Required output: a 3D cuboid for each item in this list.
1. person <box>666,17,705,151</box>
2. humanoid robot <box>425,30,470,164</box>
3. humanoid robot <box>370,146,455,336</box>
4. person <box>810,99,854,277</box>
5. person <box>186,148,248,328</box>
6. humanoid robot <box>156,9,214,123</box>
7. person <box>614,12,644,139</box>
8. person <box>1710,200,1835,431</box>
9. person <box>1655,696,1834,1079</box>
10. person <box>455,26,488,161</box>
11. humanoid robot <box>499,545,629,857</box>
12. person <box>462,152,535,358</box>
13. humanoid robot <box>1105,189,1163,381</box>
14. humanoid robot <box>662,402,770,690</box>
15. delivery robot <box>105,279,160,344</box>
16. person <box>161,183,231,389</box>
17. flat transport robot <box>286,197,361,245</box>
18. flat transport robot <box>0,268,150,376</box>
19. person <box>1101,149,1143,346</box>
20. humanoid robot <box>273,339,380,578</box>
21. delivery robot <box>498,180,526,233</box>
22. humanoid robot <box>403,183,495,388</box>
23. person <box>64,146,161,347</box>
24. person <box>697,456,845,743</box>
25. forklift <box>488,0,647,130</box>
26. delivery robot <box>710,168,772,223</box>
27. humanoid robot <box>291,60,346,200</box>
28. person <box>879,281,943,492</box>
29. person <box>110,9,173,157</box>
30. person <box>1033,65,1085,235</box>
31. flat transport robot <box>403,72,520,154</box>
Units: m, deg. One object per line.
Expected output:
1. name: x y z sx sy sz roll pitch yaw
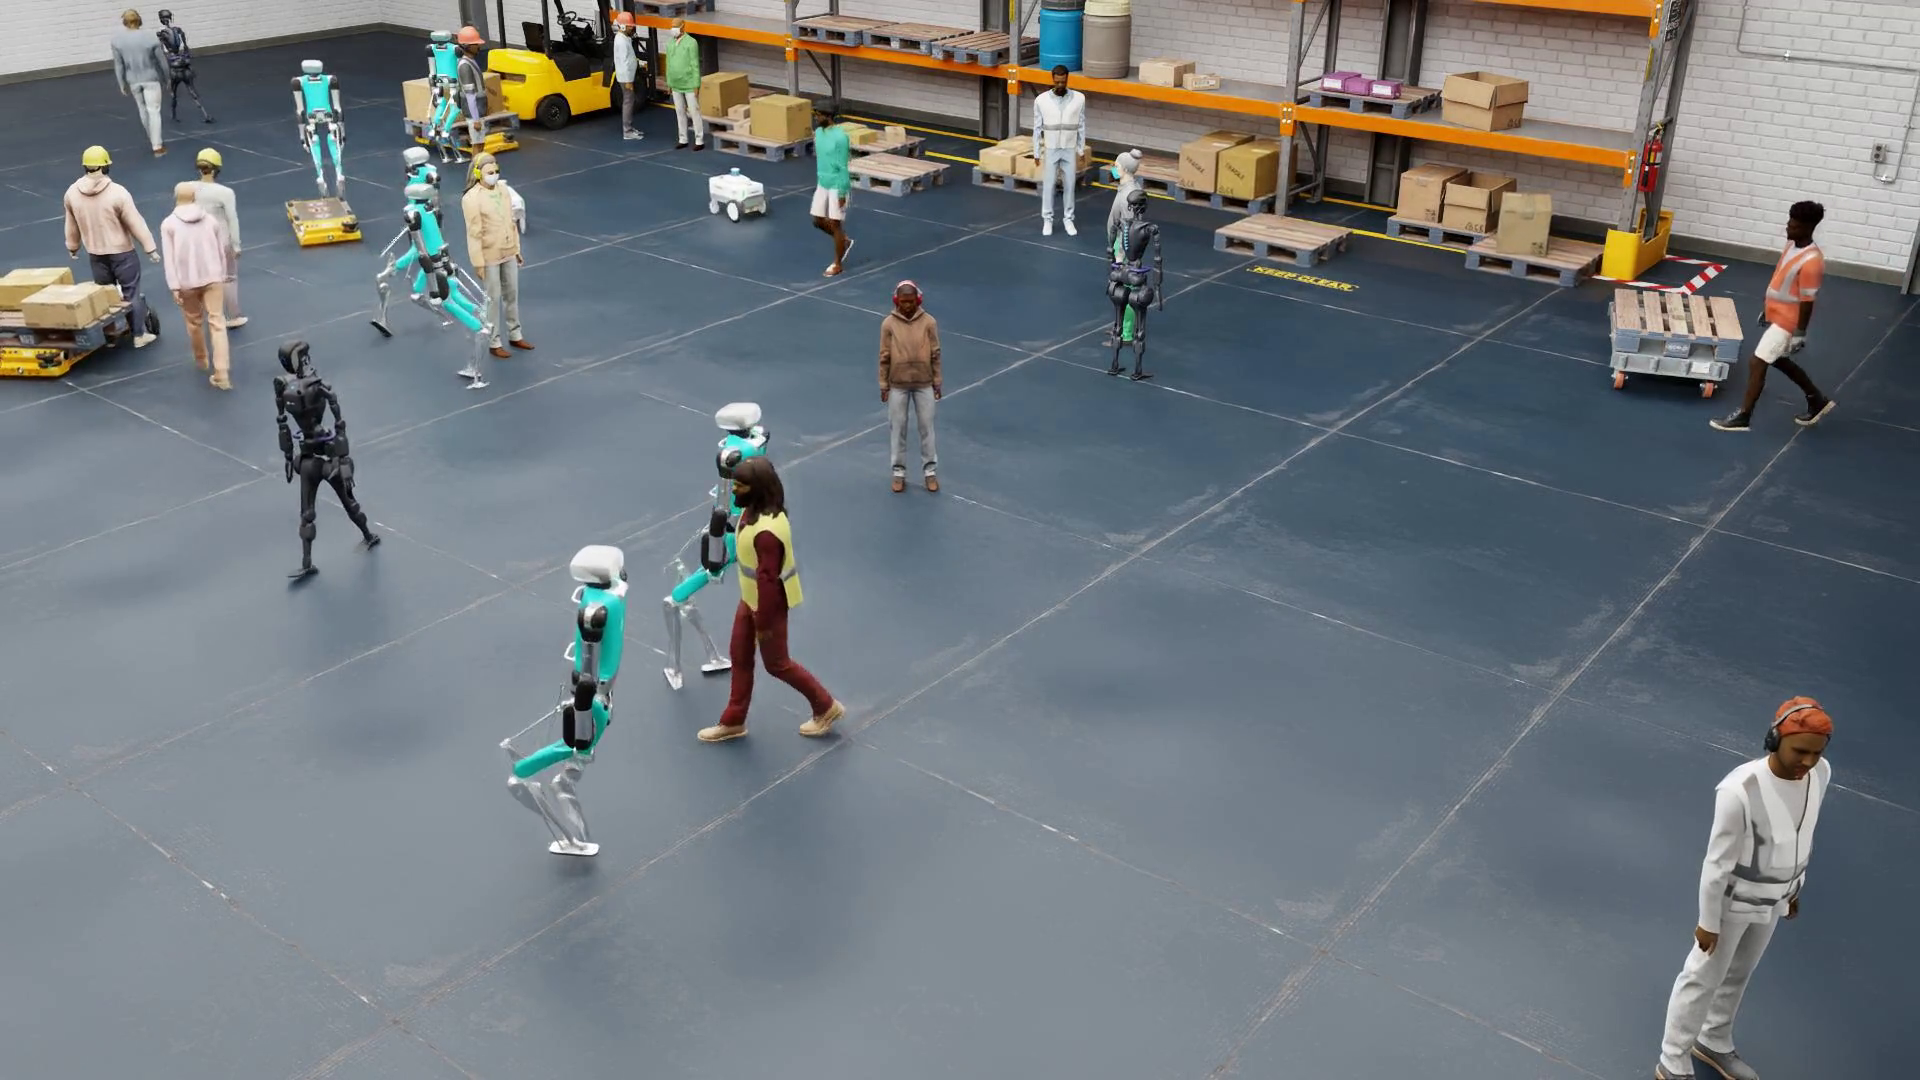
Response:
1. person: -3.770 -6.228 22.744 0.547 1.779 0.384 13 29 25
2. humanoid robot: -6.712 -5.700 21.534 0.533 1.677 0.735 6 26 13
3. humanoid robot: -5.272 -2.743 15.602 0.964 1.774 0.531 -22 33 -37
4. person: -1.317 -3.691 17.418 0.505 1.834 0.472 21 33 37
5. person: -7.051 -2.775 15.629 0.572 1.729 0.640 2 26 5
6. humanoid robot: -11.423 -6.916 24.331 0.771 1.635 0.609 9 27 18
7. person: -4.670 -6.538 23.419 0.347 1.739 0.571 -5 26 -10
8. person: 6.706 -1.784 13.356 0.889 1.933 0.611 6 26 12
9. person: 3.183 1.455 6.703 0.573 1.882 0.361 -13 29 -25
10. person: -5.908 -5.237 20.380 0.372 2.043 0.611 -6 26 -12
11. humanoid robot: -1.954 0.901 8.136 0.775 1.883 0.547 1 26 1
12. person: -4.229 -2.588 15.101 0.414 1.867 0.566 14 29 27
13. humanoid robot: 1.508 -2.249 14.592 0.599 1.657 0.315 20 32 36
14. humanoid robot: -1.538 0.033 9.830 0.852 1.789 0.604 8 27 15
15. delivery robot: -7.997 -2.220 15.803 0.499 0.564 0.737 -21 33 -36
16. person: -6.670 -2.243 14.549 0.522 1.714 0.950 -16 30 -29
17. flat transport robot: -7.373 -3.698 19.228 0.659 0.231 1.431 -12 28 -23
18. flat transport robot: -8.290 -1.835 15.371 0.659 0.231 1.431 2 26 4
19. person: 1.511 -2.700 15.360 0.341 1.840 0.507 4 26 9
20. humanoid robot: -4.313 -0.563 11.178 0.588 1.626 0.786 9 27 18
21. delivery robot: -5.278 -3.856 19.244 0.499 0.609 0.813 -12 28 -24
22. humanoid robot: -4.323 -2.197 14.440 0.809 1.786 0.597 -1 26 -1
23. person: -7.810 -2.671 15.279 0.822 1.854 0.434 0 26 1
24. person: -1.057 0.343 9.172 0.807 1.743 0.480 -9 27 -17
25. forklift: -5.874 -7.334 24.552 1.214 2.155 2.313 19 32 34
26. delivery robot: -2.651 -4.109 19.739 0.499 0.583 0.765 -23 34 -39
27. humanoid robot: -7.506 -4.701 19.662 0.547 1.837 0.659 -11 28 -21
28. person: -0.368 -1.150 12.369 0.476 1.643 0.321 -2 26 -4
29. person: -11.041 -6.229 22.595 0.630 1.905 0.915 -3 26 -6
30. person: 1.120 -4.413 18.832 0.595 1.908 0.409 -4 26 -7
31. flat transport robot: -6.883 -5.586 23.139 1.431 0.231 0.659 18 31 33
